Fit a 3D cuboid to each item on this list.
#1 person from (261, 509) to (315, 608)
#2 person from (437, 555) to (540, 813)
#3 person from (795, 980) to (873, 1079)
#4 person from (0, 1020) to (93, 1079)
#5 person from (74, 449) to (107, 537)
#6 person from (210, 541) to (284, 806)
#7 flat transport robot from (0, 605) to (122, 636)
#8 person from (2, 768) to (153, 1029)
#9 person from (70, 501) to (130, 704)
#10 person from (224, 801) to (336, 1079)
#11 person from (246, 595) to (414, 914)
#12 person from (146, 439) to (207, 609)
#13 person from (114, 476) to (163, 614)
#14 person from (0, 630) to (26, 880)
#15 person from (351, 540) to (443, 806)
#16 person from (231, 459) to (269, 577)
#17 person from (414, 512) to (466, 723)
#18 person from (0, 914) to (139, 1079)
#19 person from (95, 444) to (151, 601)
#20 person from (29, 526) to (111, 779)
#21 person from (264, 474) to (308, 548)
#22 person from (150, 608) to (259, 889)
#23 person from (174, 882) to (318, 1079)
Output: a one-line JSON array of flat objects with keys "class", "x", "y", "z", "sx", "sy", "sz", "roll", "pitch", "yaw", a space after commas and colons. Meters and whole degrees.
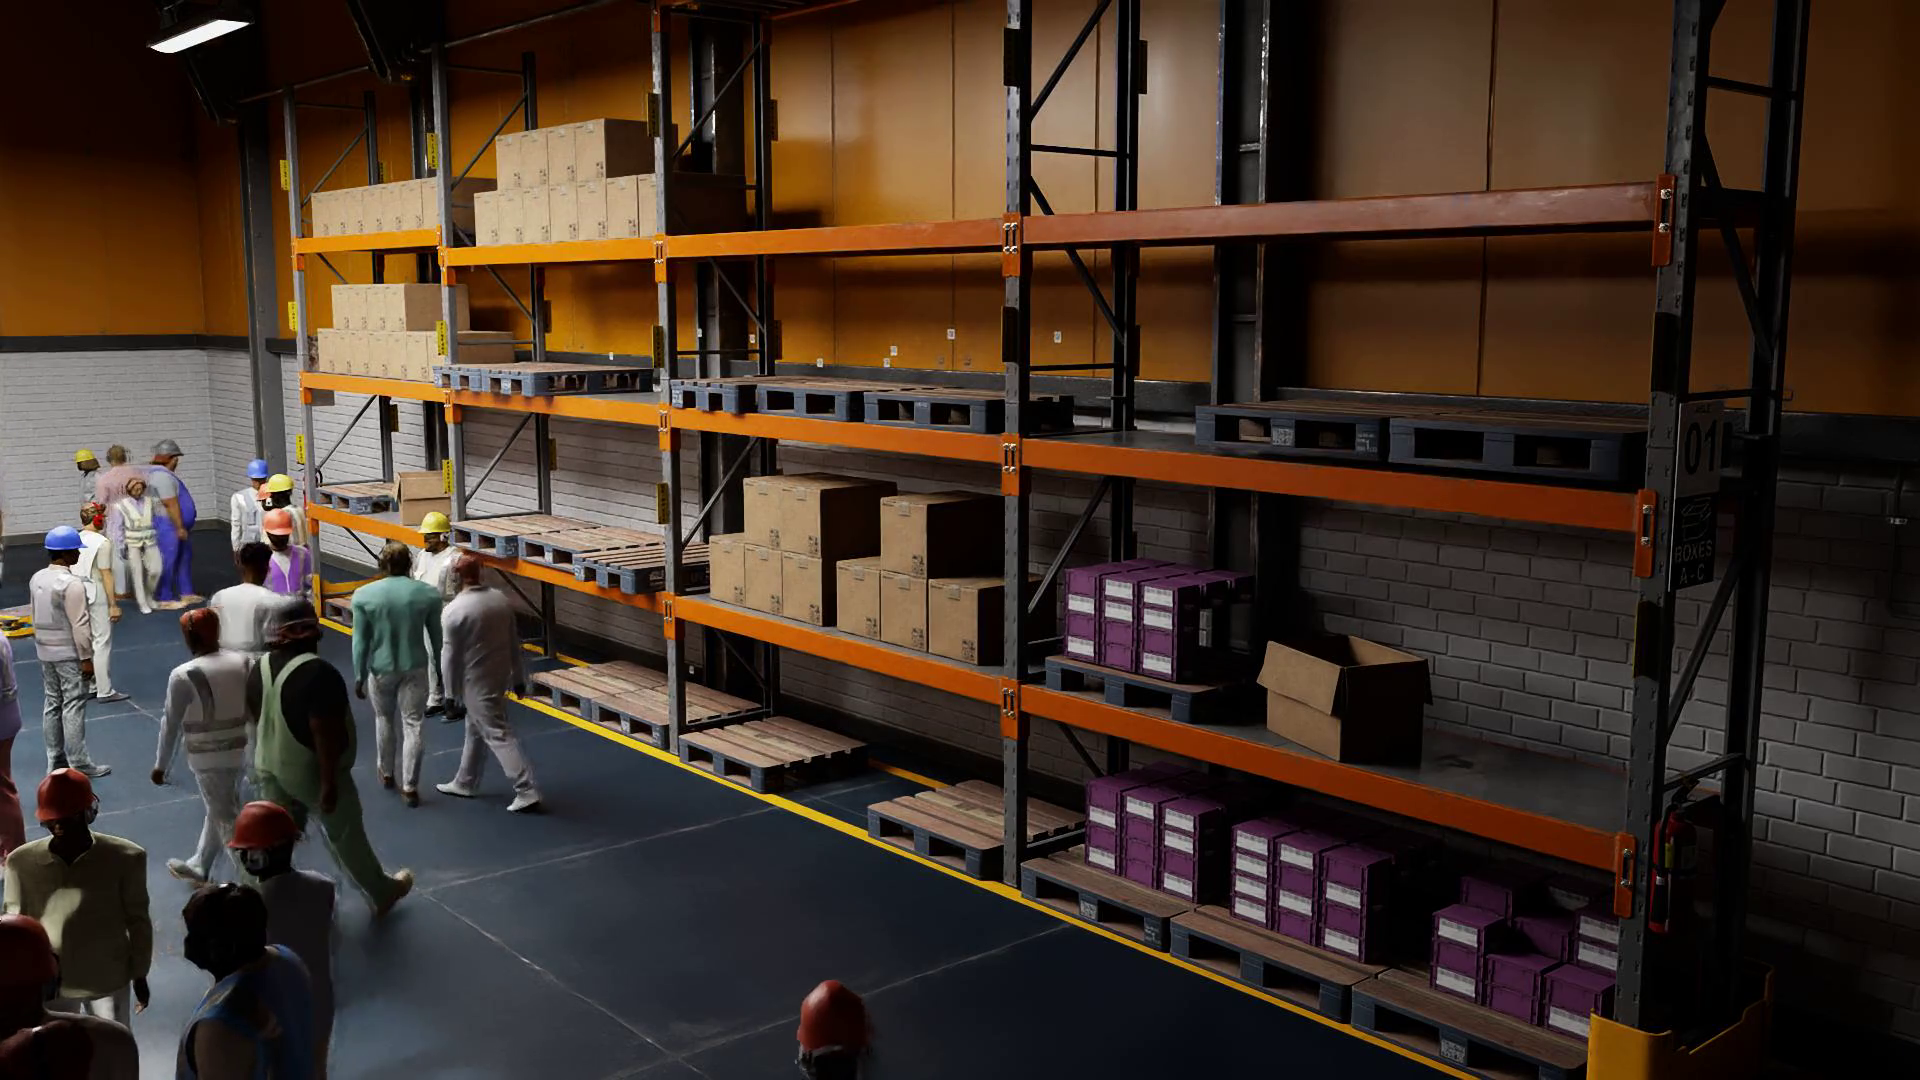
[{"class": "person", "x": -5.691, "y": 0.685, "z": 14.007, "sx": 0.548, "sy": 1.923, "sz": 0.391, "roll": -8, "pitch": 11, "yaw": -44}, {"class": "person", "x": -3.398, "y": 1.022, "z": 11.954, "sx": 1.004, "sy": 1.850, "sz": 0.653, "roll": 3, "pitch": 9, "yaw": 21}, {"class": "person", "x": -0.385, "y": 2.094, "z": 4.832, "sx": 0.590, "sy": 1.727, "sz": 0.706, "roll": -3, "pitch": 9, "yaw": -20}, {"class": "person", "x": -2.195, "y": 2.115, "z": 4.252, "sx": 0.653, "sy": 1.868, "sz": 0.380, "roll": 8, "pitch": 11, "yaw": 44}, {"class": "person", "x": -11.325, "y": -0.324, "z": 21.680, "sx": 0.489, "sy": 1.730, "sz": 0.324, "roll": 5, "pitch": 10, "yaw": 33}, {"class": "person", "x": -5.173, "y": 0.963, "z": 12.156, "sx": 0.634, "sy": 1.899, "sz": 1.035, "roll": 1, "pitch": 8, "yaw": 9}, {"class": "flat transport robot", "x": -10.220, "y": 0.843, "z": 18.604, "sx": 0.652, "sy": 0.197, "sz": 1.431, "roll": 4, "pitch": 9, "yaw": 23}, {"class": "person", "x": -3.640, "y": 1.793, "z": 6.872, "sx": 0.560, "sy": 1.752, "sz": 0.326, "roll": -2, "pitch": 9, "yaw": -16}, {"class": "person", "x": -7.862, "y": 0.571, "z": 15.094, "sx": 0.560, "sy": 1.836, "sz": 0.394, "roll": 5, "pitch": 10, "yaw": 31}, {"class": "person", "x": -2.687, "y": 1.859, "z": 6.468, "sx": 0.565, "sy": 1.732, "sz": 0.589, "roll": 2, "pitch": 8, "yaw": 14}, {"class": "person", "x": -3.693, "y": 1.258, "z": 9.599, "sx": 0.715, "sy": 2.000, "sz": 1.007, "roll": 5, "pitch": 9, "yaw": 29}, {"class": "person", "x": -9.306, "y": -0.195, "z": 19.699, "sx": 0.588, "sy": 2.000, "sz": 0.753, "roll": -4, "pitch": 9, "yaw": -24}, {"class": "person", "x": -9.511, "y": 0.063, "z": 19.321, "sx": 0.363, "sy": 1.621, "sz": 0.553, "roll": 7, "pitch": 11, "yaw": 41}, {"class": "person", "x": -6.142, "y": 1.194, "z": 10.493, "sx": 0.393, "sy": 1.919, "sz": 0.582, "roll": -5, "pitch": 9, "yaw": -30}, {"class": "person", "x": -4.128, "y": 0.941, "z": 12.267, "sx": 0.662, "sy": 1.897, "sz": 0.946, "roll": -3, "pitch": 9, "yaw": -21}, {"class": "person", "x": -7.612, "y": 0.083, "z": 18.127, "sx": 0.611, "sy": 1.938, "sz": 0.411, "roll": -3, "pitch": 9, "yaw": -20}, {"class": "person", "x": -4.513, "y": 0.666, "z": 14.436, "sx": 0.596, "sy": 1.832, "sz": 0.404, "roll": 5, "pitch": 10, "yaw": 31}, {"class": "person", "x": -2.602, "y": 1.996, "z": 4.673, "sx": 0.621, "sy": 1.985, "sz": 0.408, "roll": -3, "pitch": 9, "yaw": -22}, {"class": "person", "x": -10.084, "y": -0.201, "z": 20.208, "sx": 0.633, "sy": 1.919, "sz": 0.632, "roll": 3, "pitch": 9, "yaw": 22}, {"class": "person", "x": -6.816, "y": 0.858, "z": 12.699, "sx": 0.610, "sy": 1.946, "sz": 0.405, "roll": 5, "pitch": 10, "yaw": 32}, {"class": "person", "x": -6.770, "y": 0.292, "z": 16.756, "sx": 0.398, "sy": 1.916, "sz": 0.589, "roll": -1, "pitch": 8, "yaw": -9}, {"class": "person", "x": -4.518, "y": 1.309, "z": 9.995, "sx": 1.006, "sy": 1.822, "sz": 0.581, "roll": 4, "pitch": 9, "yaw": 24}, {"class": "person", "x": -2.271, "y": 1.981, "z": 5.297, "sx": 0.429, "sy": 1.839, "sz": 0.633, "roll": 0, "pitch": 8, "yaw": -3}]
